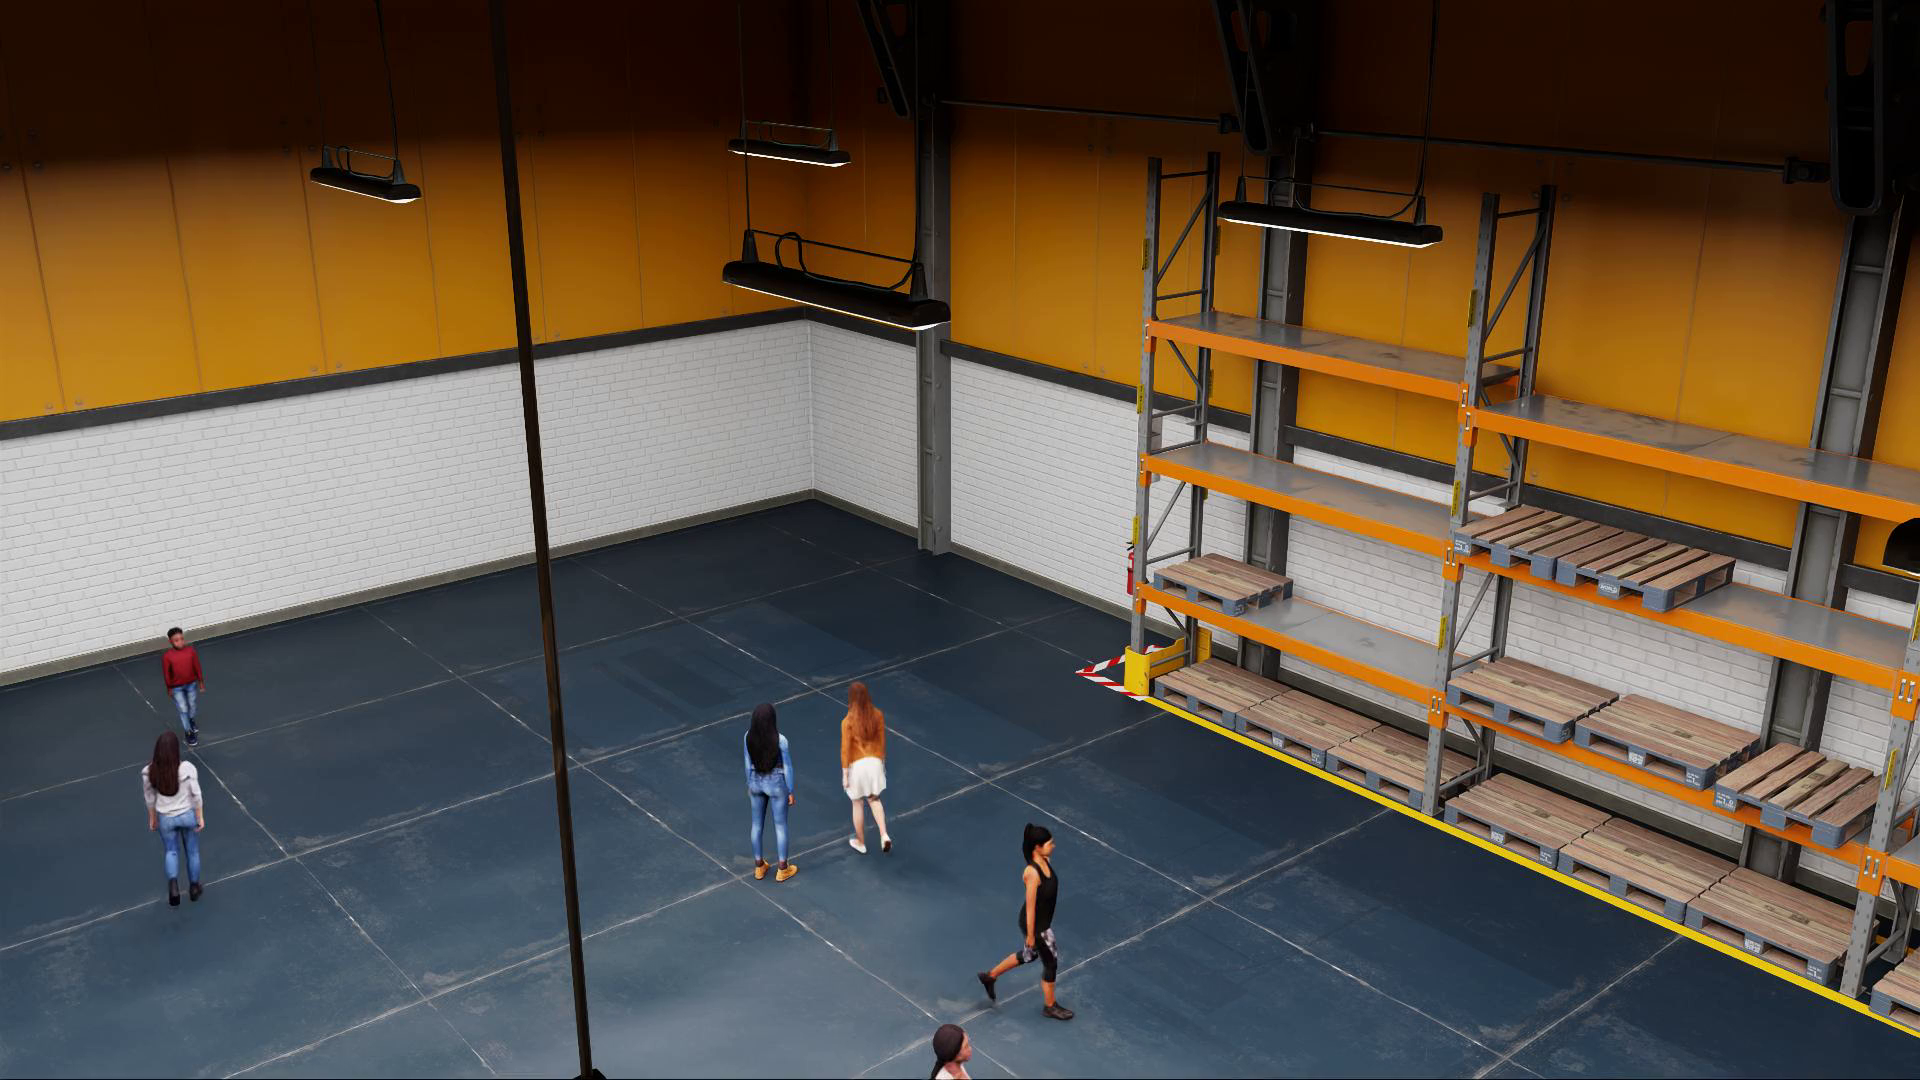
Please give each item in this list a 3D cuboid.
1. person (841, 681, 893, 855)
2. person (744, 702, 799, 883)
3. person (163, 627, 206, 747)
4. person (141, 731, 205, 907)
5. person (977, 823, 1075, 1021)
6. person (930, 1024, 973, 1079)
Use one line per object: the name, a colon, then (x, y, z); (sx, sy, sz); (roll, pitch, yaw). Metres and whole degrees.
person: (-0.840, 2.130, 15.262); (0.712, 1.710, 0.868); (-10, 21, -26)
person: (-1.714, 2.248, 14.909); (0.631, 1.713, 0.737); (6, 19, 16)
person: (-8.334, 1.517, 17.823); (0.521, 1.237, 0.756); (-16, 24, -39)
person: (-6.806, 2.461, 14.424); (0.801, 1.617, 0.917); (-4, 19, -13)
person: (0.520, 2.953, 12.923); (1.093, 1.643, 0.973); (4, 19, 12)
person: (-0.133, 3.786, 10.326); (1.042, 1.722, 0.928); (3, 19, 10)
